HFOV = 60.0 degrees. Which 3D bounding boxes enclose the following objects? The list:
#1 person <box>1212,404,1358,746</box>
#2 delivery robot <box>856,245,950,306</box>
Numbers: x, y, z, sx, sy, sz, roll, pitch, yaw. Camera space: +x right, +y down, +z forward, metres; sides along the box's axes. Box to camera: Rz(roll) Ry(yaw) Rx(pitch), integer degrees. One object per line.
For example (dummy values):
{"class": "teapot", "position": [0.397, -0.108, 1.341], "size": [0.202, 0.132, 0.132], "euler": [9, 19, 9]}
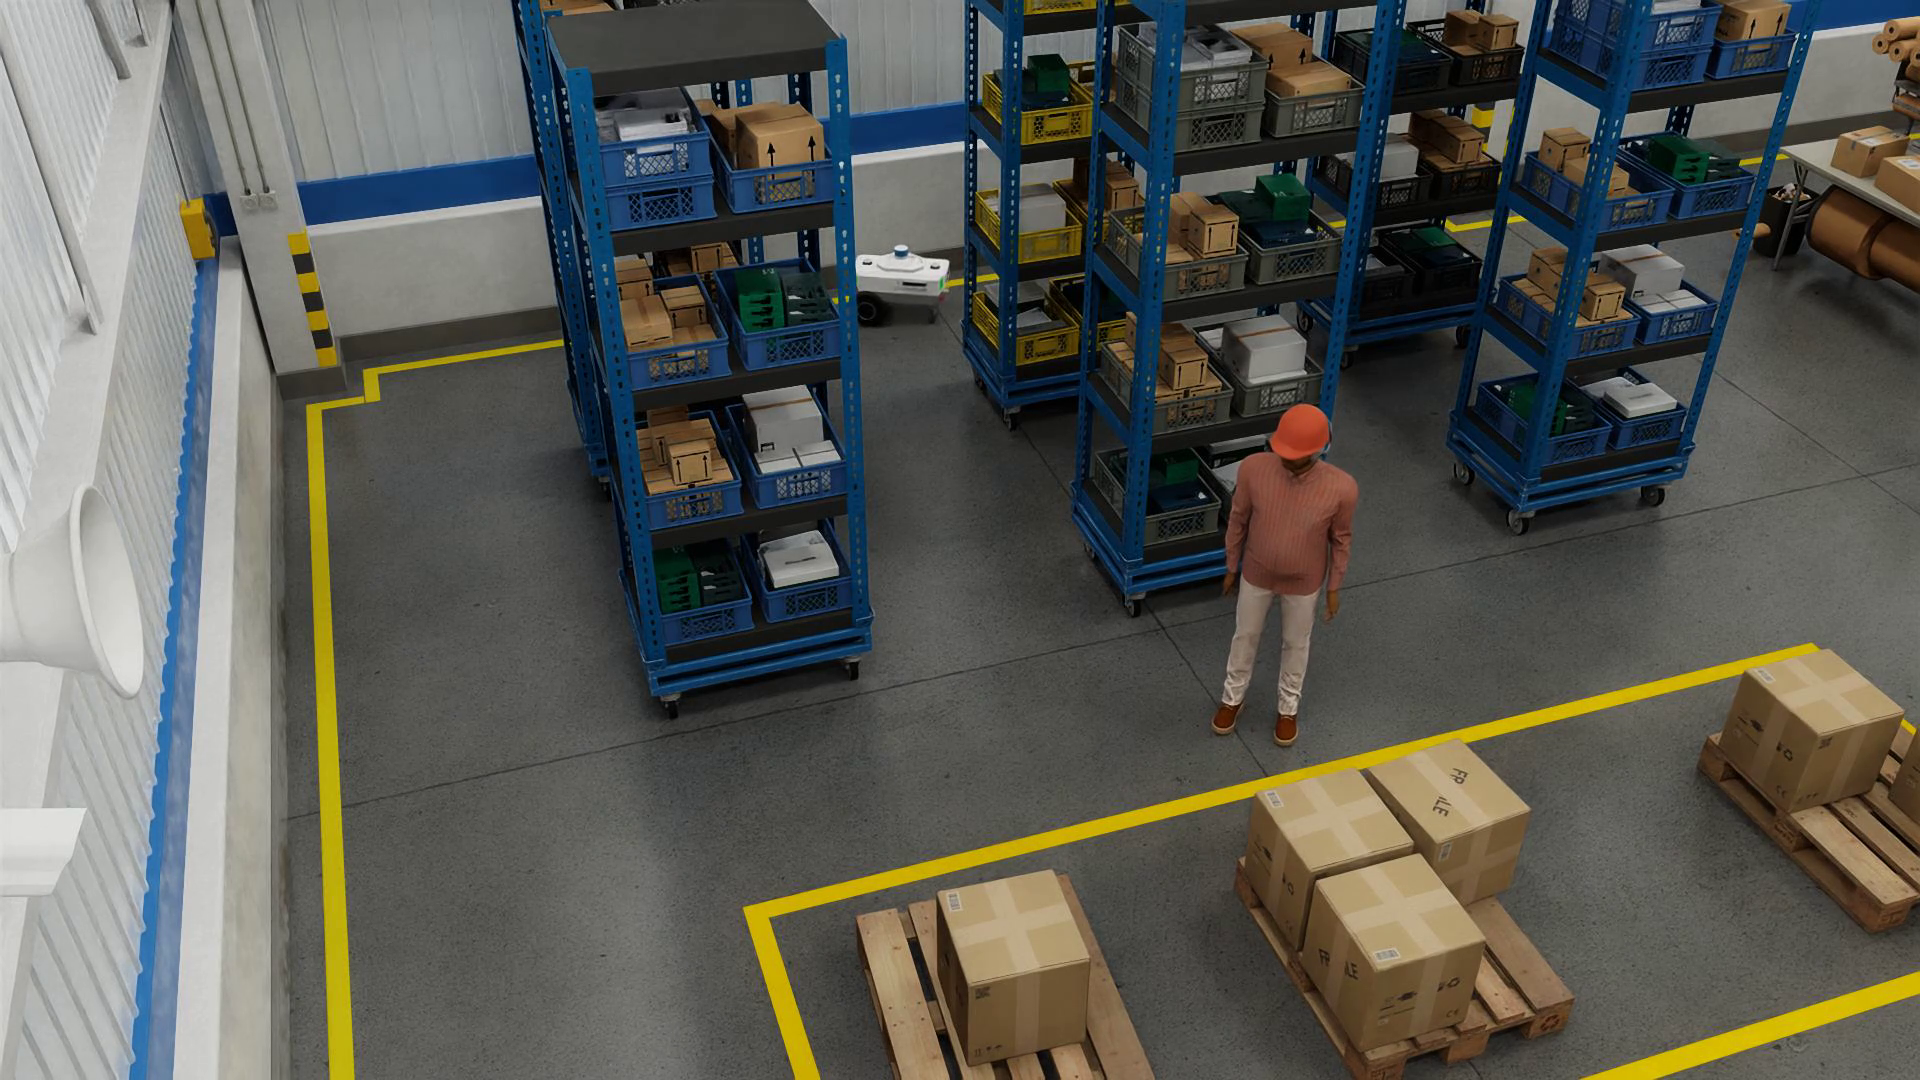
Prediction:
{"class": "person", "position": [1.608, 0.178, 8.300], "size": [0.610, 1.989, 0.391], "euler": [12, 37, 16]}
{"class": "delivery robot", "position": [-0.436, -1.979, 12.514], "size": [0.707, 0.478, 0.477], "euler": [5, 35, 6]}
